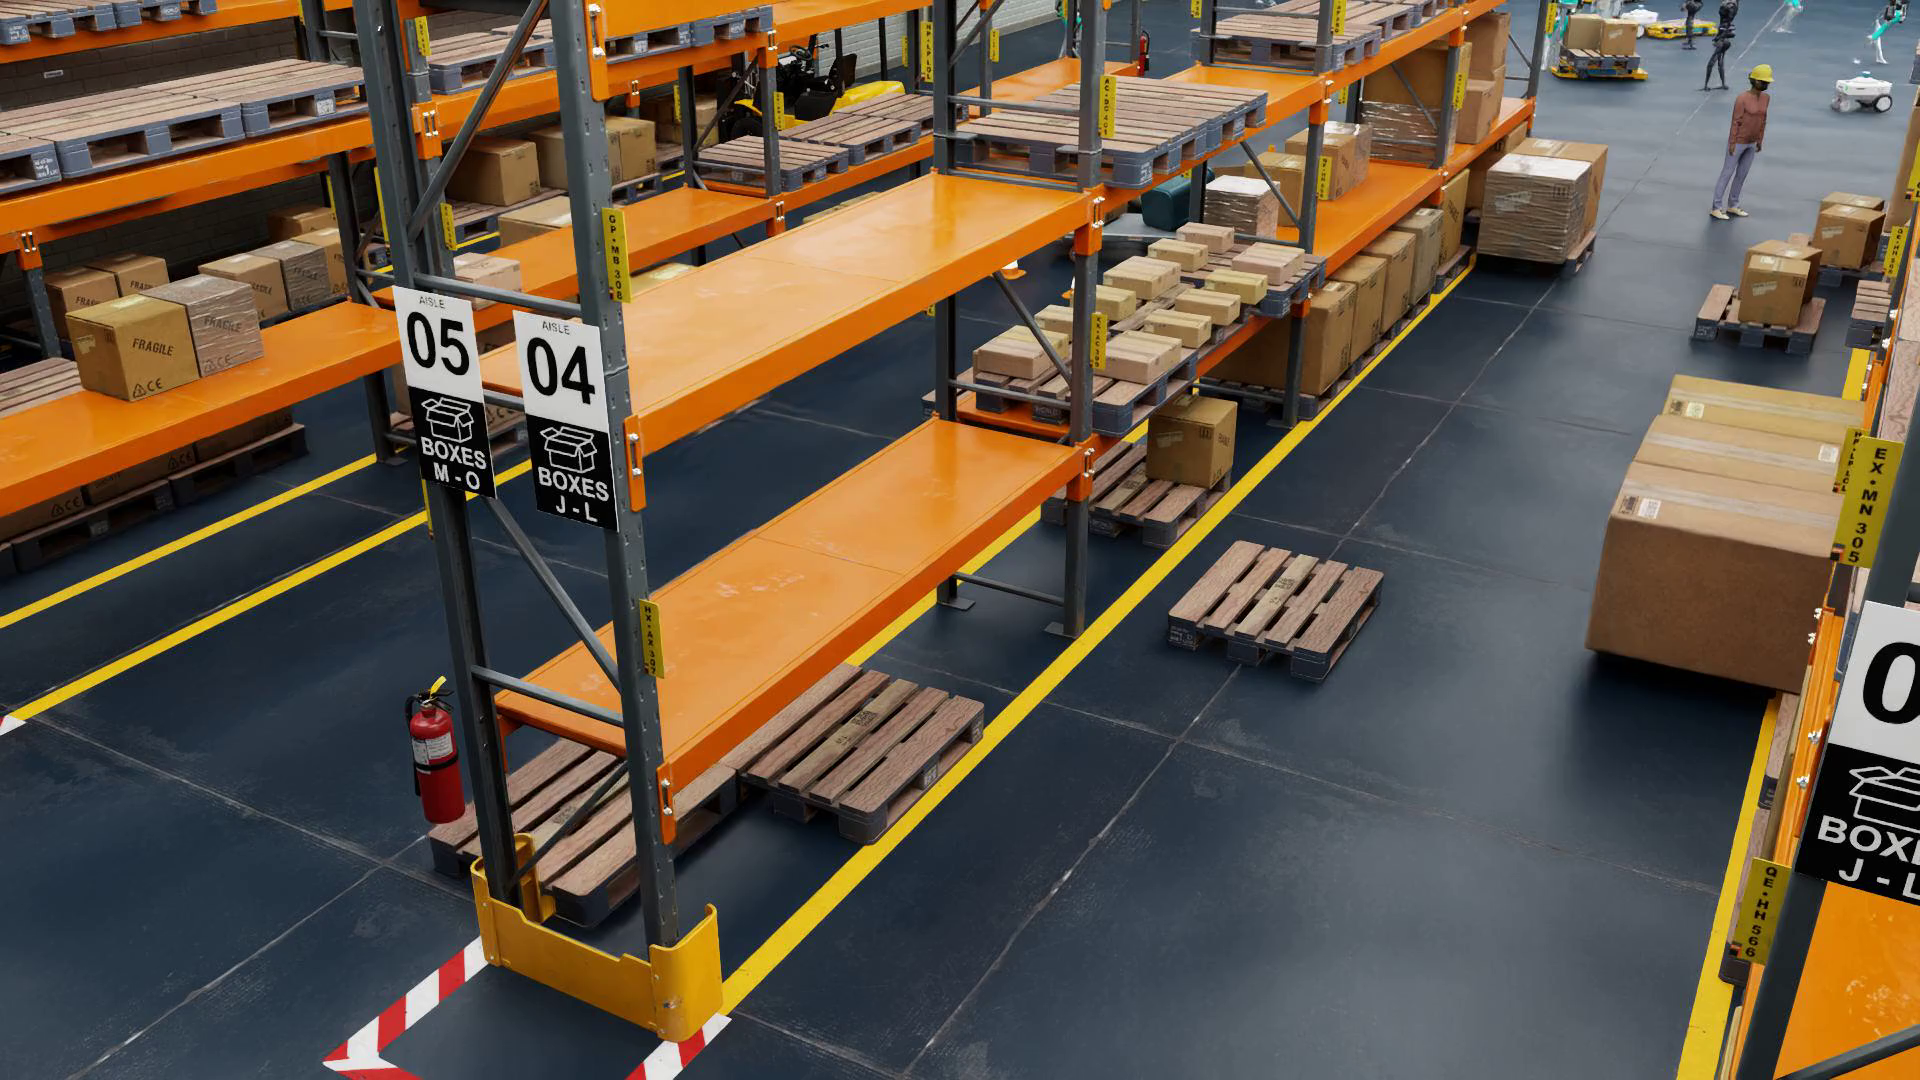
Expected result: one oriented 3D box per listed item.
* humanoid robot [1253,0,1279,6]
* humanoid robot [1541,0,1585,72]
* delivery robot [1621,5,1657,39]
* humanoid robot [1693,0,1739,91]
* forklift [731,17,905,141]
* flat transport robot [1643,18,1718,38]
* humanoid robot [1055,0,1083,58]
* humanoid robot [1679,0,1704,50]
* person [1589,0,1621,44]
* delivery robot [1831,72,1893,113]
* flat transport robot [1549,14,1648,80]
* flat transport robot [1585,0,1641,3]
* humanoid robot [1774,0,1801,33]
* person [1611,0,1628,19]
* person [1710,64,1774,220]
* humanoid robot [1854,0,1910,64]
[{"bbox_3d":[6.325,-11.953,34.501,0.915,1.773,0.544,-6,26,-12],"label":"humanoid robot"},{"bbox_3d":[10.036,-8.714,27.755,0.547,1.789,0.703,0,26,0],"label":"humanoid robot"},{"bbox_3d":[12.696,-9.699,31.188,0.789,0.614,0.499,-16,30,-29],"label":"delivery robot"},{"bbox_3d":[12.002,-7.919,26.193,0.571,1.636,0.601,7,26,13],"label":"humanoid robot"},{"bbox_3d":[-1.819,-5.975,21.543,2.313,2.155,1.214,14,29,26],"label":"forklift"},{"bbox_3d":[13.597,-9.660,31.414,1.431,0.231,0.659,-13,28,-24],"label":"flat transport robot"},{"bbox_3d":[1.962,-9.210,28.841,0.538,1.850,0.669,19,32,35],"label":"humanoid robot"},{"bbox_3d":[13.155,-9.669,29.816,0.481,1.638,0.595,23,34,39],"label":"humanoid robot"},{"bbox_3d":[10.841,-8.902,27.967,0.446,1.895,0.617,-5,26,-10],"label":"person"},{"bbox_3d":[13.564,-6.715,24.971,0.802,0.600,0.499,0,26,0],"label":"delivery robot"},{"bbox_3d":[10.570,-7.796,27.542,1.431,0.231,0.659,2,26,5],"label":"flat transport robot"},{"bbox_3d":[13.932,-11.581,35.407,1.431,0.231,0.659,-14,29,-26],"label":"flat transport robot"},{"bbox_3d":[15.729,-10.455,31.413,0.665,1.840,0.536,7,27,15],"label":"humanoid robot"},{"bbox_3d":[11.931,-9.966,30.096,0.368,1.966,0.600,-1,26,-1],"label":"person"},{"bbox_3d":[9.046,-4.573,19.131,0.521,1.760,0.343,-12,28,-24],"label":"person"},{"bbox_3d":[15.689,-8.884,28.236,0.548,1.900,0.774,-16,30,-30],"label":"humanoid robot"}]
